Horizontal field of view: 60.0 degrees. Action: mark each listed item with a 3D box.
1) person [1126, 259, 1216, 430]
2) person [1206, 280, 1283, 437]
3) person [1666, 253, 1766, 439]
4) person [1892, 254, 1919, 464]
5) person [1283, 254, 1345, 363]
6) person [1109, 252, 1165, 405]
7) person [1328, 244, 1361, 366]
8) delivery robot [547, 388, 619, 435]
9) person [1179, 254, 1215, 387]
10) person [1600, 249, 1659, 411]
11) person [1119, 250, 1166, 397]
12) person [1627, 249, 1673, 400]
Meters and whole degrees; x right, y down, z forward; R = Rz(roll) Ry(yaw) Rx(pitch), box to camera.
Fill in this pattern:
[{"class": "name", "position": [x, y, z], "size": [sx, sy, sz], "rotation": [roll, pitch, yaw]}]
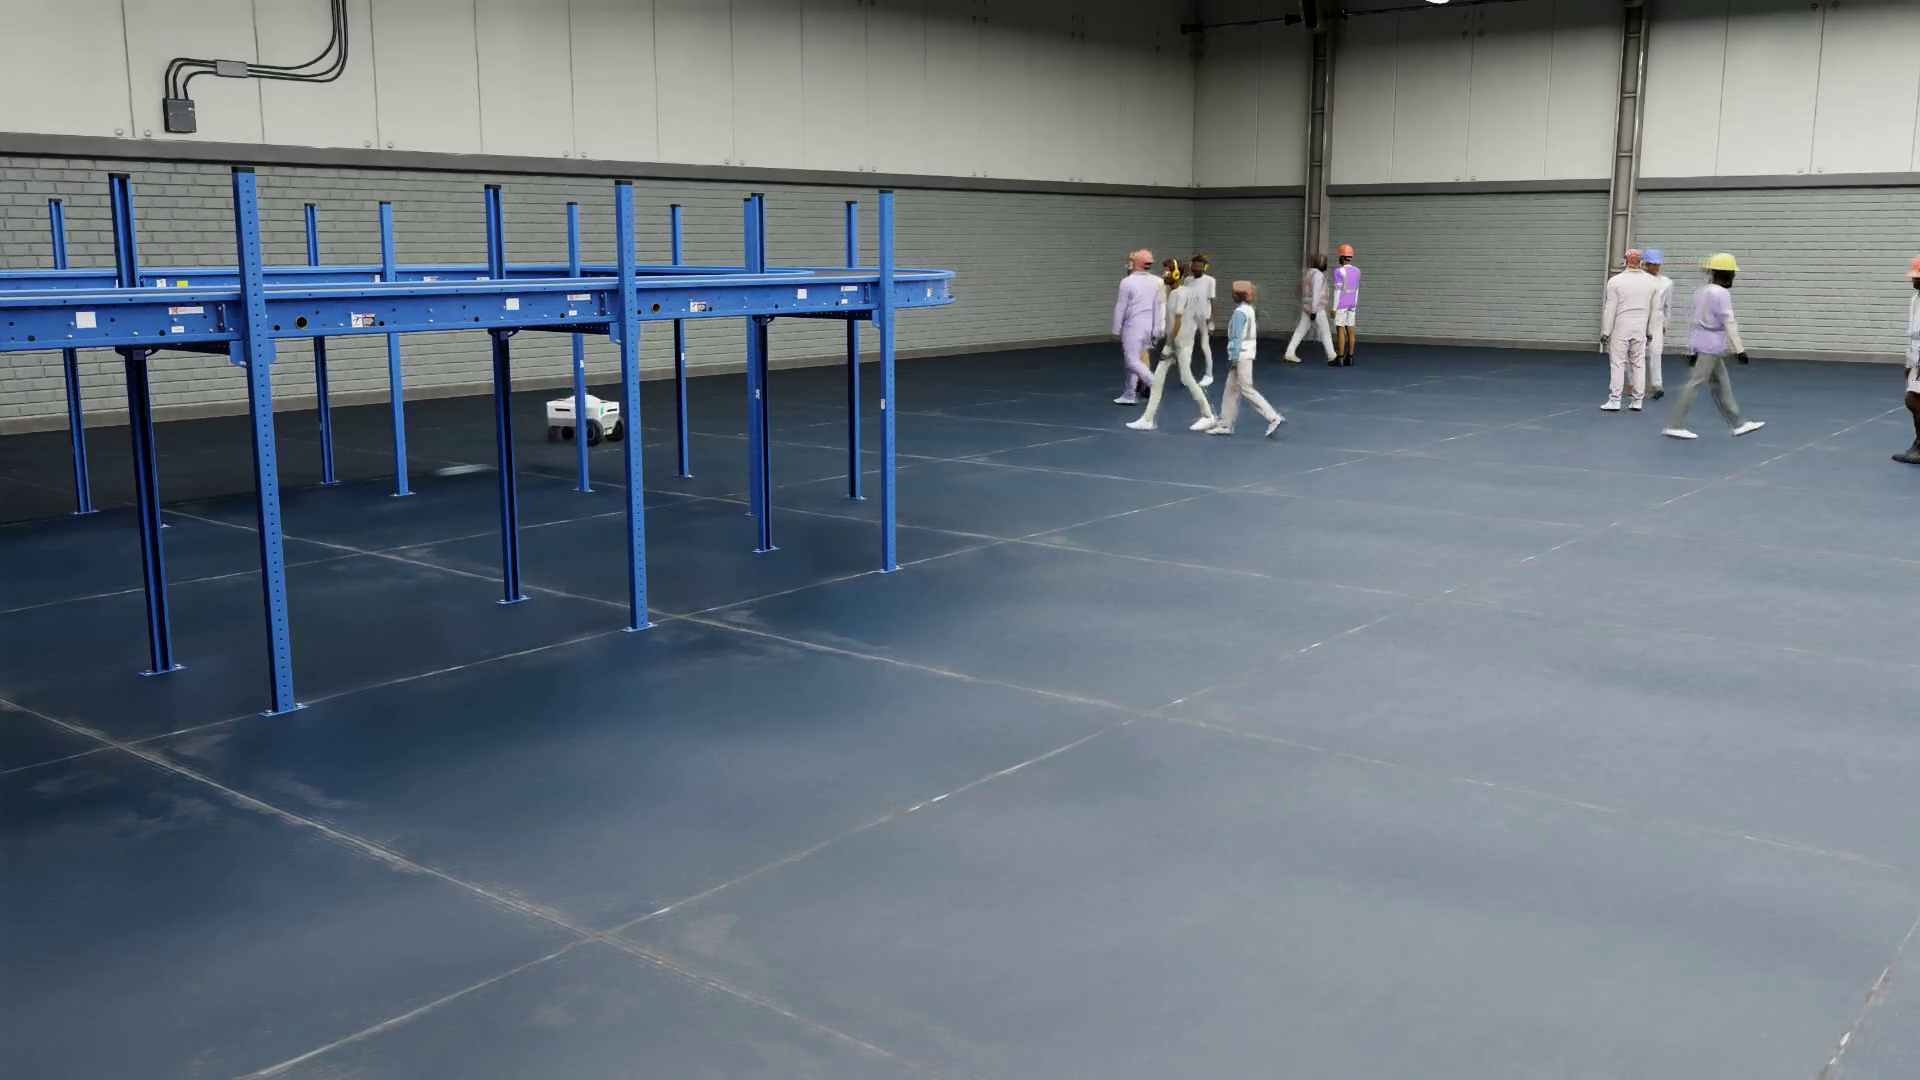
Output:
[{"class": "person", "position": [2.309, -2.077, 17.740], "size": [0.961, 1.829, 0.512], "rotation": [-2, 10, -13]}, {"class": "person", "position": [2.961, -1.869, 17.155], "size": [0.766, 1.612, 0.523], "rotation": [3, 11, 16]}, {"class": "person", "position": [7.721, -1.956, 16.895], "size": [0.997, 1.873, 0.591], "rotation": [2, 10, 11]}, {"class": "person", "position": [8.649, -1.616, 14.933], "size": [0.495, 1.903, 0.585], "rotation": [1, 10, 5]}, {"class": "person", "position": [5.851, -3.826, 27.521], "size": [0.997, 1.791, 0.611], "rotation": [-1, 10, -6]}, {"class": "person", "position": [2.197, -2.557, 20.234], "size": [0.817, 1.876, 0.643], "rotation": [9, 14, 41]}, {"class": "person", "position": [6.194, -3.785, 26.845], "size": [0.545, 1.942, 0.354], "rotation": [-7, 13, -35]}, {"class": "delivery robot", "position": [-3.790, -1.287, 16.704], "size": [0.707, 0.478, 0.477], "rotation": [4, 11, 22]}, {"class": "person", "position": [3.270, -3.014, 22.932], "size": [0.552, 1.816, 0.977], "rotation": [6, 12, 30]}, {"class": "person", "position": [7.918, -2.486, 19.744], "size": [0.654, 1.906, 0.406], "rotation": [-1, 10, -7]}, {"class": "person", "position": [2.374, -2.829, 21.727], "size": [0.565, 1.882, 1.004], "rotation": [-4, 11, -19]}, {"class": "person", "position": [8.816, -2.766, 21.349], "size": [0.611, 1.895, 1.013], "rotation": [2, 10, 11]}]
